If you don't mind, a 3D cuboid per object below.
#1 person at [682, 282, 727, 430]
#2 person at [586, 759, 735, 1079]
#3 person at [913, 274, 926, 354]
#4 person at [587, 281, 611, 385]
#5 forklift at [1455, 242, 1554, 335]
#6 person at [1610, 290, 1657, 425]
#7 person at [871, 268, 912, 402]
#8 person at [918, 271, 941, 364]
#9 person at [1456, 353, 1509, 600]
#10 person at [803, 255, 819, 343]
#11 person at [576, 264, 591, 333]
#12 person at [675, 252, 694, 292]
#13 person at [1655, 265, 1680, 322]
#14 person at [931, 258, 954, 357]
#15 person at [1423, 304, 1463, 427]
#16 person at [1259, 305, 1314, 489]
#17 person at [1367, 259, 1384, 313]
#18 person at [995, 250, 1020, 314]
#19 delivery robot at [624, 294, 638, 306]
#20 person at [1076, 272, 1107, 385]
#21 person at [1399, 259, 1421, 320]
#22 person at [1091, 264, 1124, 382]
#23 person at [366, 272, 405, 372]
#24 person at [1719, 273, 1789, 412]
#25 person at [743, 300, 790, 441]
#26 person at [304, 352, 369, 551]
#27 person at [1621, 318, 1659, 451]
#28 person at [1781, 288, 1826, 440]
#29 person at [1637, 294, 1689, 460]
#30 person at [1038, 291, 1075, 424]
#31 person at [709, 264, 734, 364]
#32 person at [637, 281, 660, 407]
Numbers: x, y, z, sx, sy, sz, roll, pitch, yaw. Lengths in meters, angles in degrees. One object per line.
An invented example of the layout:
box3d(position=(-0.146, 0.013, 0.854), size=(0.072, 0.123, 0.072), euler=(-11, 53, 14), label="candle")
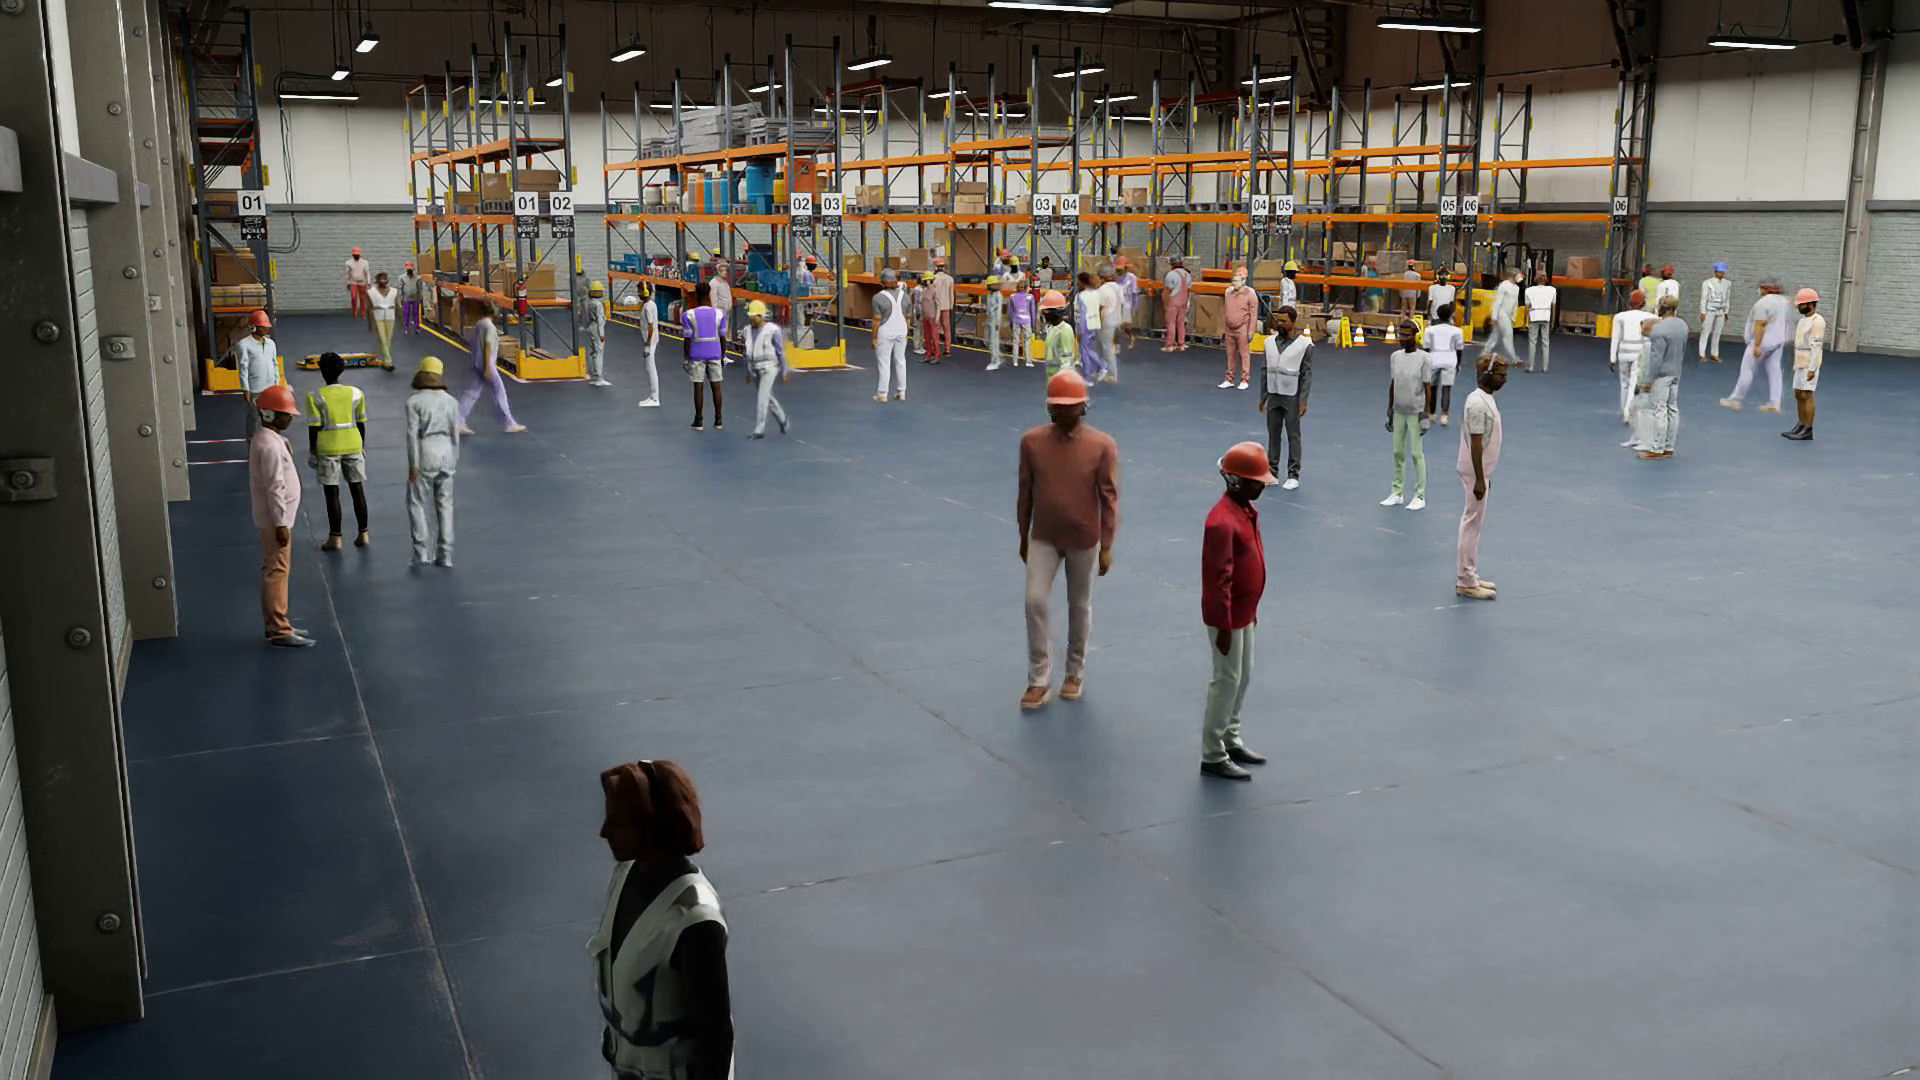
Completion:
box3d(position=(-3.402, -2.450, 22.171), size=(0.610, 1.965, 0.363), euler=(-5, 12, -24), label="person")
box3d(position=(-0.690, 1.302, 3.939), size=(0.310, 1.638, 0.523), euler=(-7, 13, -32), label="person")
box3d(position=(-0.803, -4.640, 34.145), size=(0.314, 1.636, 0.516), euler=(4, 12, 19), label="person")
box3d(position=(-6.077, -3.471, 27.927), size=(0.304, 1.743, 0.494), euler=(-7, 13, -33), label="person")
box3d(position=(13.047, -6.049, 39.881), size=(2.313, 2.155, 1.214), euler=(-5, 12, -23), label="forklift")
box3d(position=(9.206, -2.491, 22.746), size=(0.589, 1.844, 0.999), euler=(6, 13, 27), label="person")
box3d(position=(-1.105, -3.148, 25.527), size=(0.683, 2.000, 0.538), euler=(-8, 13, -34), label="person")
box3d(position=(-0.589, -4.261, 31.889), size=(0.317, 1.767, 0.534), euler=(-9, 14, -37), label="person")
box3d(position=(3.917, -0.485, 12.508), size=(0.344, 1.841, 0.504), euler=(4, 12, 19), label="person")
box3d(position=(-3.321, -5.367, 37.070), size=(0.373, 1.934, 0.551), euler=(-1, 11, -4), label="person")
box3d(position=(-9.177, -5.893, 40.362), size=(0.550, 1.693, 0.752), euler=(-4, 12, -20), label="person")
box3d(position=(-7.464, -6.944, 45.352), size=(0.576, 1.852, 0.947), euler=(-4, 12, -21), label="person")
box3d(position=(13.550, -4.326, 31.937), size=(0.577, 1.881, 0.355), euler=(-6, 13, -27), label="person")
box3d(position=(-0.410, -4.656, 33.338), size=(0.619, 1.986, 0.400), euler=(-8, 13, -34), label="person")
box3d(position=(6.561, -2.379, 22.631), size=(0.535, 1.646, 0.895), euler=(3, 12, 15), label="person")
box3d(position=(3.414, -1.500, 17.468), size=(0.592, 1.919, 0.392), euler=(10, 15, 41), label="person")
box3d(position=(10.573, -6.318, 42.462), size=(0.562, 1.721, 0.739), euler=(-8, 14, -37), label="person")
box3d(position=(1.135, -5.896, 39.621), size=(0.666, 1.994, 0.728), euler=(3, 11, 14), label="person")
box3d(position=(-9.457, -6.834, 47.809), size=(0.477, 0.478, 0.707), euler=(-1, 11, -4), label="delivery robot")
box3d(position=(2.138, -3.519, 27.774), size=(0.462, 1.897, 0.624), euler=(8, 13, 34), label="person")
box3d(position=(11.056, -6.011, 40.833), size=(0.564, 1.744, 0.352), euler=(9, 15, 40), label="person")
box3d(position=(2.410, -3.723, 28.453), size=(0.785, 2.000, 0.686), euler=(6, 13, 30), label="person")
box3d(position=(-10.478, -3.975, 30.351), size=(0.594, 1.791, 0.966), euler=(-8, 14, -37), label="person")
box3d(position=(11.625, -2.894, 24.238), size=(0.708, 2.000, 0.933), euler=(-7, 13, -30), label="person")
box3d(position=(-2.457, -2.192, 21.340), size=(0.614, 1.795, 0.881), euler=(8, 13, 34), label="person")
box3d(position=(-5.331, -0.756, 14.249), size=(0.537, 1.695, 0.321), euler=(-11, 15, -44), label="person")
box3d(position=(8.242, -1.888, 20.198), size=(0.511, 1.609, 0.536), euler=(5, 12, 26), label="person")
box3d(position=(10.751, -2.234, 21.189), size=(0.383, 1.926, 0.550), euler=(1, 11, 4), label="person")
box3d(position=(8.216, -1.898, 19.437), size=(0.627, 1.940, 0.372), euler=(-9, 14, -38), label="person")
box3d(position=(1.055, -1.712, 18.274), size=(0.419, 2.035, 0.601), euler=(-3, 12, -15), label="person")
box3d(position=(-4.564, -4.330, 31.880), size=(0.409, 1.909, 0.640), euler=(3, 11, 13), label="person")
box3d(position=(-4.666, -2.927, 24.851), size=(0.328, 1.868, 0.509), euler=(-2, 11, -9), label="person")
